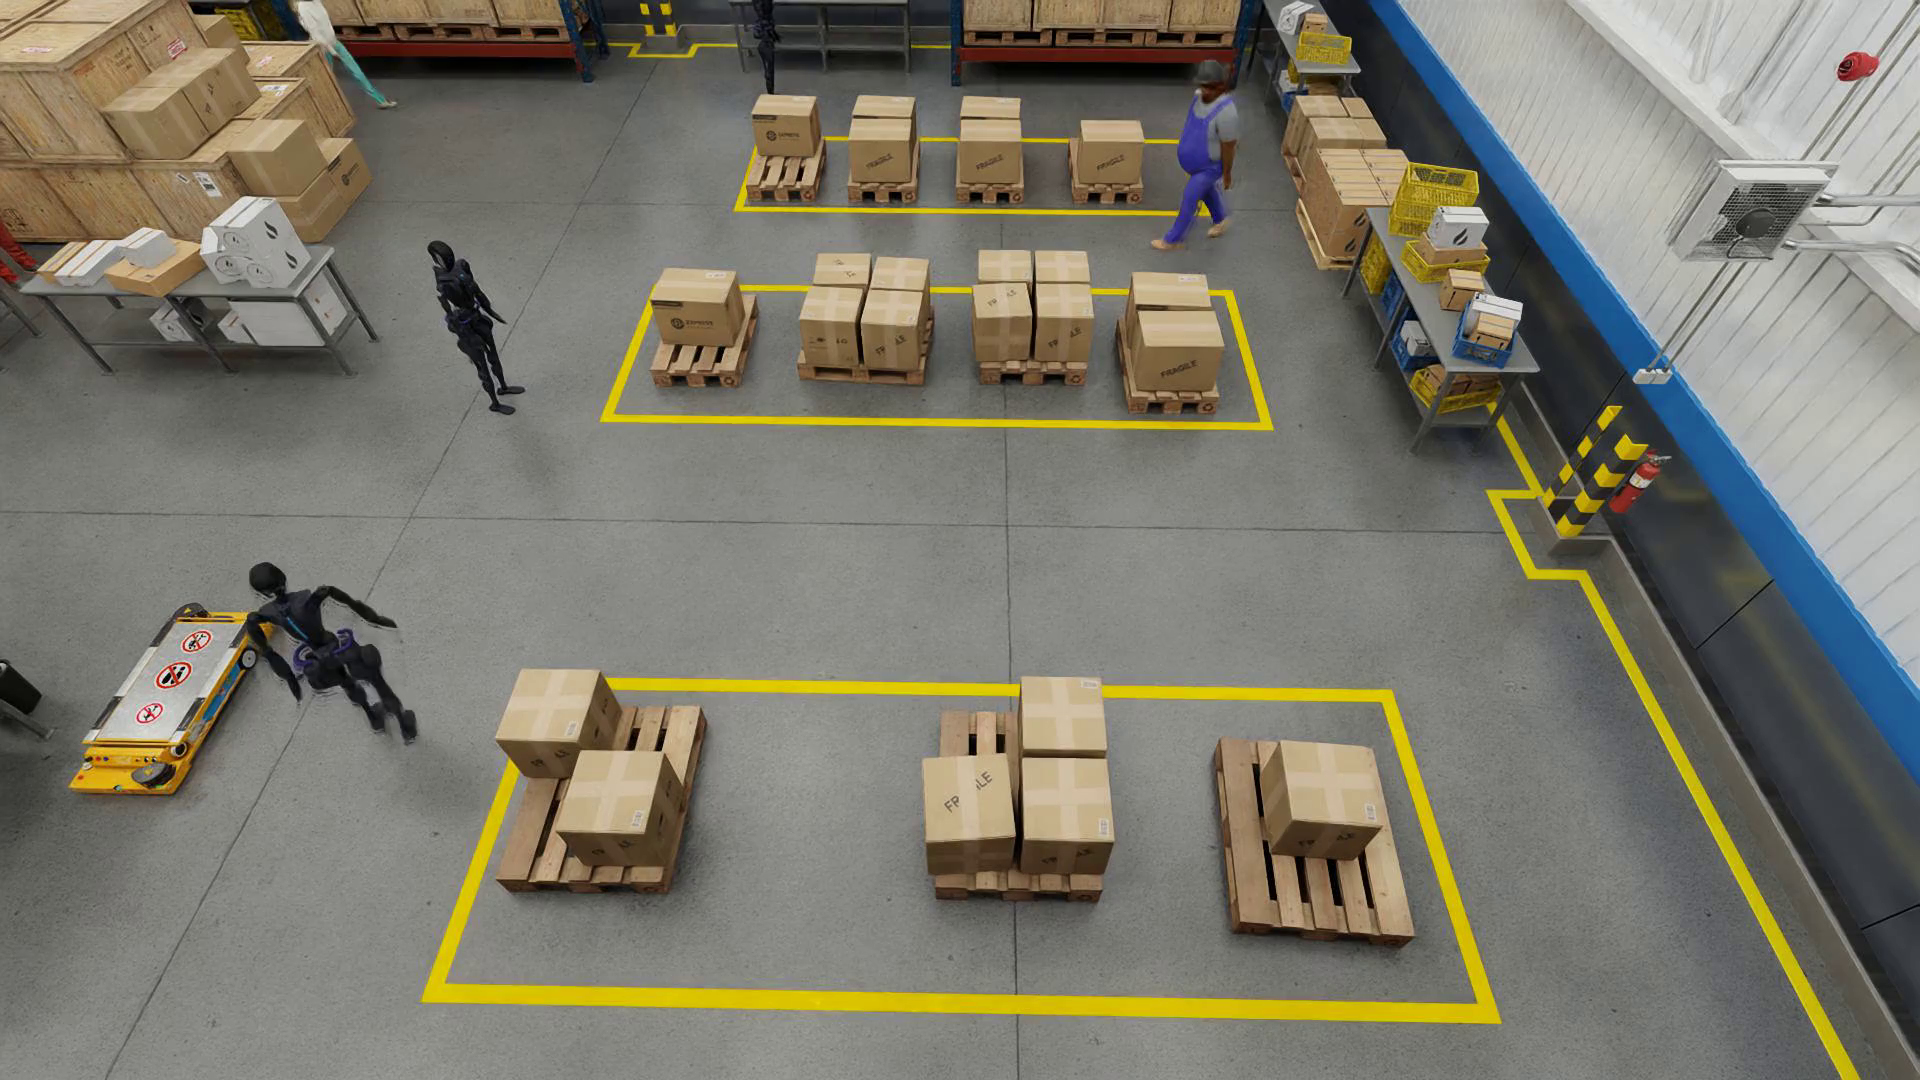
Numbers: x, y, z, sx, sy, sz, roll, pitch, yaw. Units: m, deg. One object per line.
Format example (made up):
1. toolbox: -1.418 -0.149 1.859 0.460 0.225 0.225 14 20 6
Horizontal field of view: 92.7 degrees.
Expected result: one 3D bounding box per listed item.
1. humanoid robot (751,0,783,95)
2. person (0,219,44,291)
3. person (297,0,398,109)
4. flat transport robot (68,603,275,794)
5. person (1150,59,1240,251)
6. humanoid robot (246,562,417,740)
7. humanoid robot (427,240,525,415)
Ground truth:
1. humanoid robot: -2.516 -6.584 12.008 0.318 1.654 0.603 2 50 2
2. person: -10.017 -3.463 9.171 0.388 1.989 0.610 2 50 2
3. person: -8.134 -6.371 11.800 0.915 1.715 0.518 0 50 0
4. flat transport robot: -5.504 1.072 6.442 0.652 0.197 1.431 1 50 1
5. person: 2.644 -4.066 9.648 0.981 2.000 0.731 -10 51 -9
6. humanoid robot: -3.977 0.703 5.853 0.621 1.634 0.585 -21 53 -17
7. humanoid robot: -4.236 -1.867 8.017 0.318 1.654 0.603 2 50 2
